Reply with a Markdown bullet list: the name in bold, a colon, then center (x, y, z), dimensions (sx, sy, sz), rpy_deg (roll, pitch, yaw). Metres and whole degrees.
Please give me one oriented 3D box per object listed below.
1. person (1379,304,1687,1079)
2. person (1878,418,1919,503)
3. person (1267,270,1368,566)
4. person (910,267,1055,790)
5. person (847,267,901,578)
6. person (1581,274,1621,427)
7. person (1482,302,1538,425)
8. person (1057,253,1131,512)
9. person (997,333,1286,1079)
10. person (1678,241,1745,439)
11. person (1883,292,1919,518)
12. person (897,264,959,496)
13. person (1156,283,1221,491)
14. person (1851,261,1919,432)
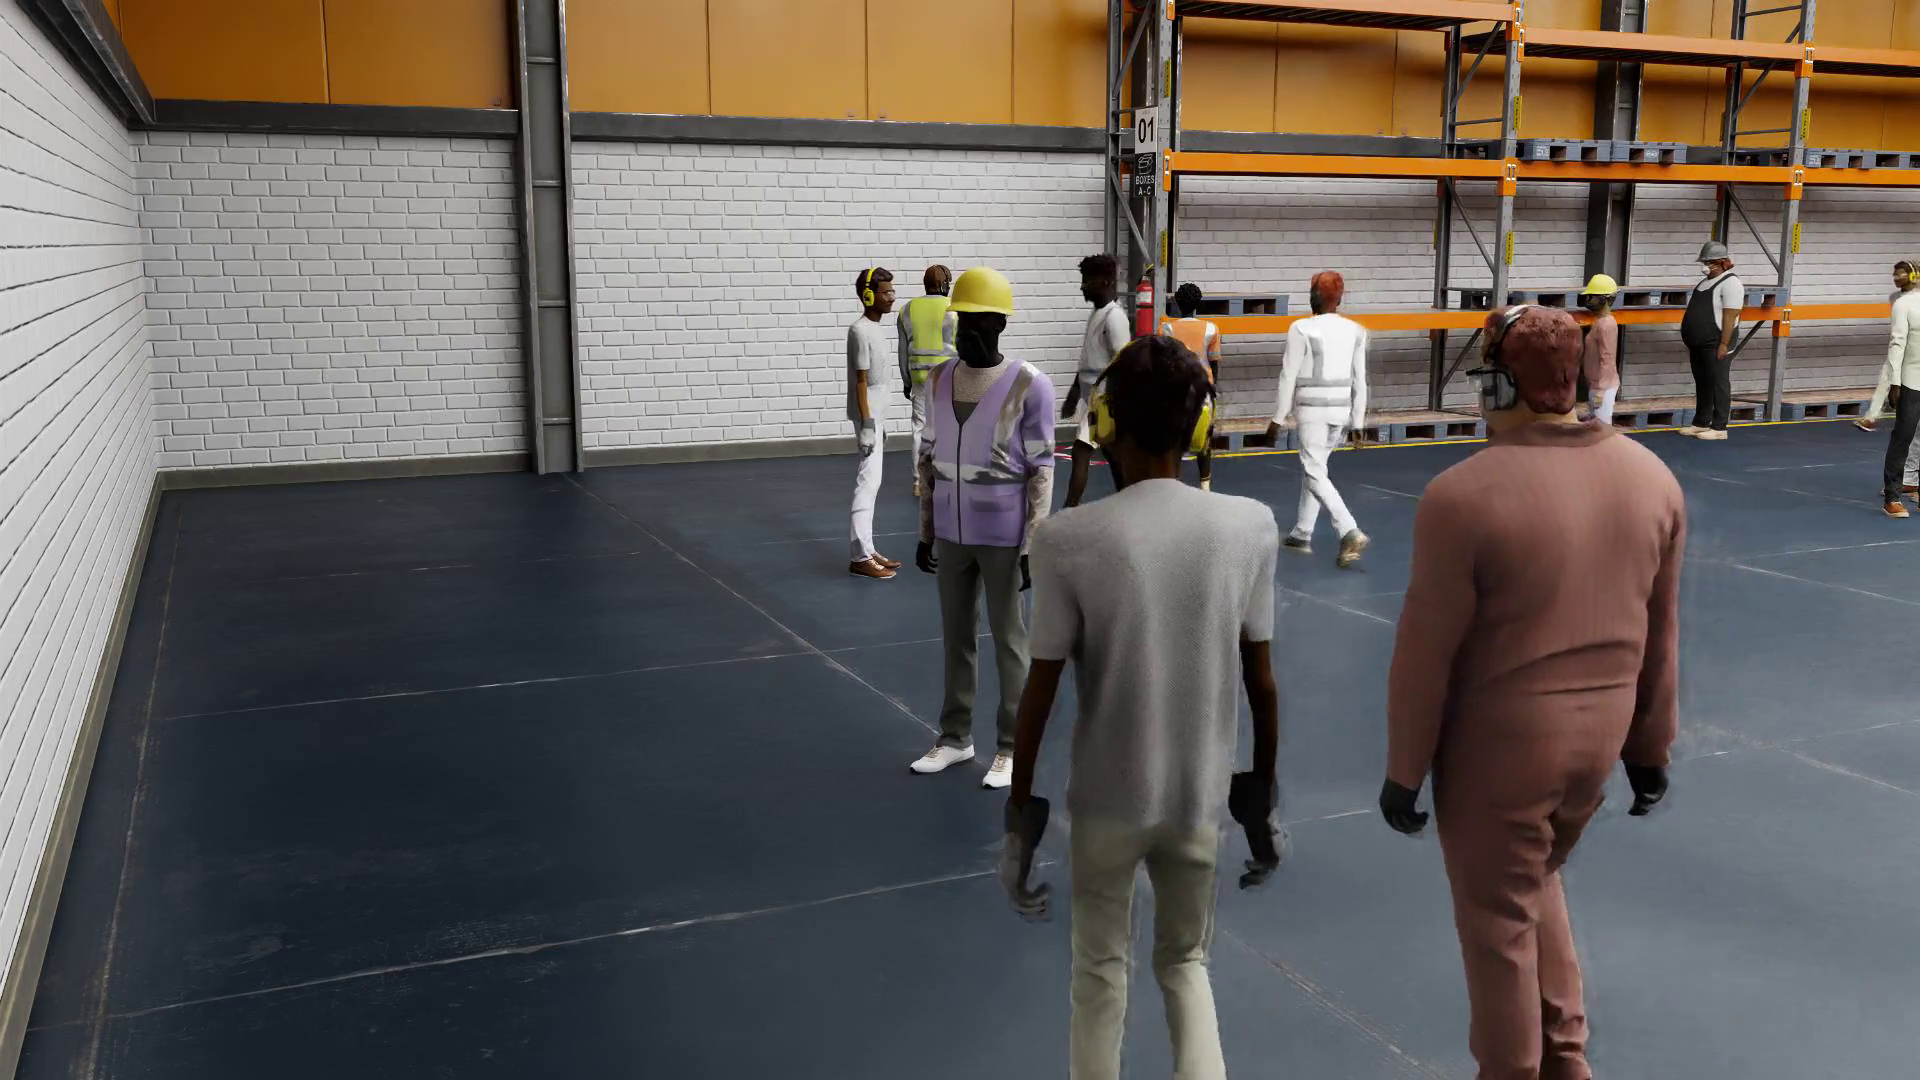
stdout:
- **person**: center (1.201, 0.442, 3.617), dimensions (0.667, 1.886, 0.434), rpy_deg (-4, 11, -23)
- **person**: center (7.554, -1.258, 12.956), dimensions (0.373, 1.940, 0.628), rpy_deg (-2, 10, -10)
- **person**: center (2.331, -0.774, 10.526), dimensions (0.590, 1.856, 0.911), rpy_deg (-5, 12, -28)
- **person**: center (0.078, -0.043, 6.208), dimensions (0.586, 1.930, 0.356), rpy_deg (7, 12, 34)
- **person**: center (-0.526, -0.709, 10.102), dimensions (0.311, 1.864, 0.532), rpy_deg (1, 10, 5)
- **person**: center (4.991, -1.185, 13.026), dimensions (0.326, 1.769, 0.524), rpy_deg (3, 11, 18)
- **person**: center (4.116, -0.947, 12.212), dimensions (0.504, 1.582, 0.879), rpy_deg (5, 11, 26)
- **person**: center (0.841, -0.971, 11.356), dimensions (0.874, 1.933, 0.613), rpy_deg (0, 10, -2)
- **person**: center (0.359, 0.538, 3.207), dimensions (0.617, 1.851, 0.480), rpy_deg (-2, 10, -12)
- **person**: center (7.714, -2.065, 17.164), dimensions (0.535, 2.000, 0.679), rpy_deg (-1, 10, -6)
- **person**: center (7.109, -1.153, 12.211), dimensions (0.609, 1.995, 0.375), rpy_deg (0, 10, -2)
- **person**: center (-0.175, -1.255, 13.208), dimensions (0.633, 1.842, 0.429), rpy_deg (4, 11, 22)
- **person**: center (1.799, -1.181, 13.194), dimensions (0.533, 1.697, 0.322), rpy_deg (-1, 10, -3)
- **person**: center (10.010, -2.035, 17.637), dimensions (0.970, 1.814, 0.520), rpy_deg (-4, 11, -22)
